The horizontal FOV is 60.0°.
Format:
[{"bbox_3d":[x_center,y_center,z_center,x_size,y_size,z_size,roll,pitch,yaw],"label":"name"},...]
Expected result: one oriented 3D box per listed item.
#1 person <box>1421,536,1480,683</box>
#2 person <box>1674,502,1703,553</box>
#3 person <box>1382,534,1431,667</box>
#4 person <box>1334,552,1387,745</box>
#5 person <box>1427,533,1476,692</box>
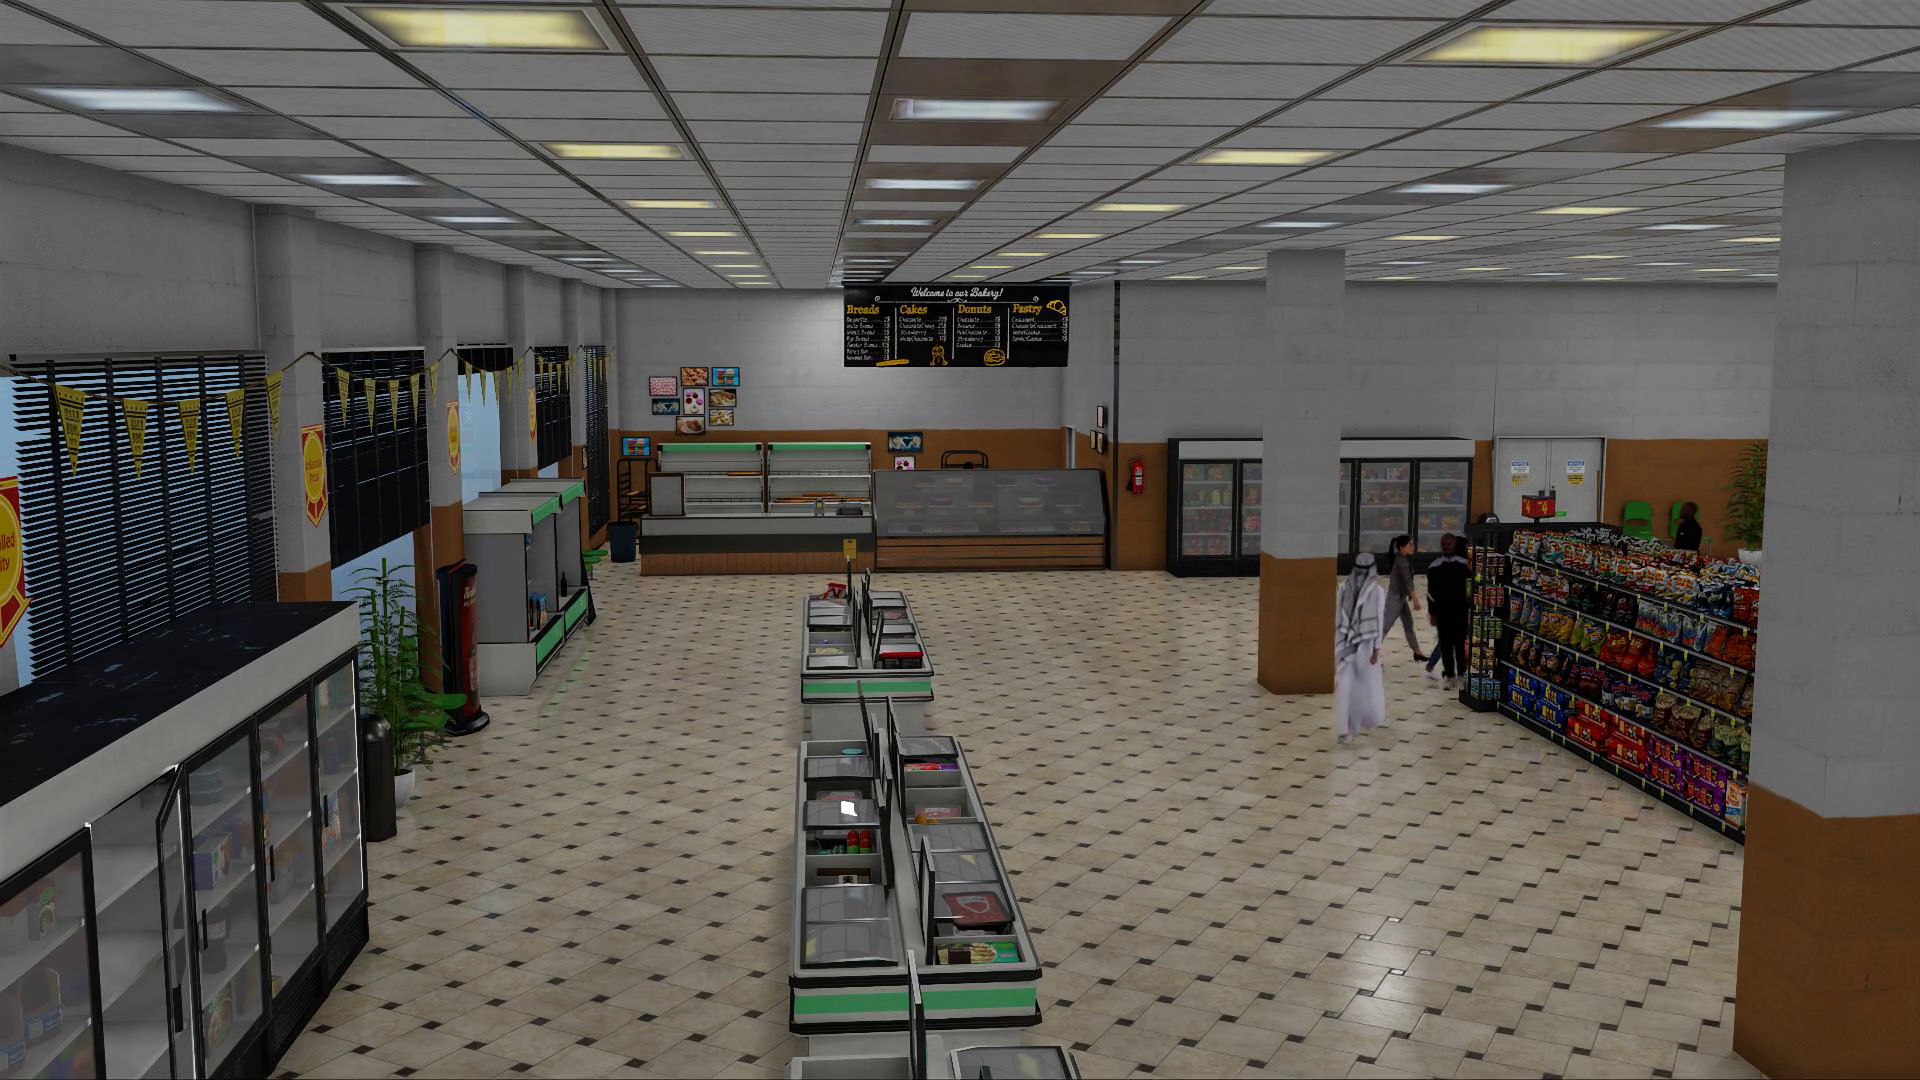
[{"bbox_3d":[5.672,0.850,19.296,0.940,1.684,1.213,-3,8,-27],"label":"person"},{"bbox_3d":[9.960,0.396,22.628,1.059,1.786,1.208,2,7,18],"label":"person"},{"bbox_3d":[5.219,0.779,20.167,0.807,1.615,1.083,0,7,3],"label":"person"},{"bbox_3d":[3.901,1.105,16.436,1.115,1.863,1.383,3,8,25],"label":"person"},{"bbox_3d":[5.673,0.804,19.123,0.836,1.815,0.879,3,8,25],"label":"person"}]
